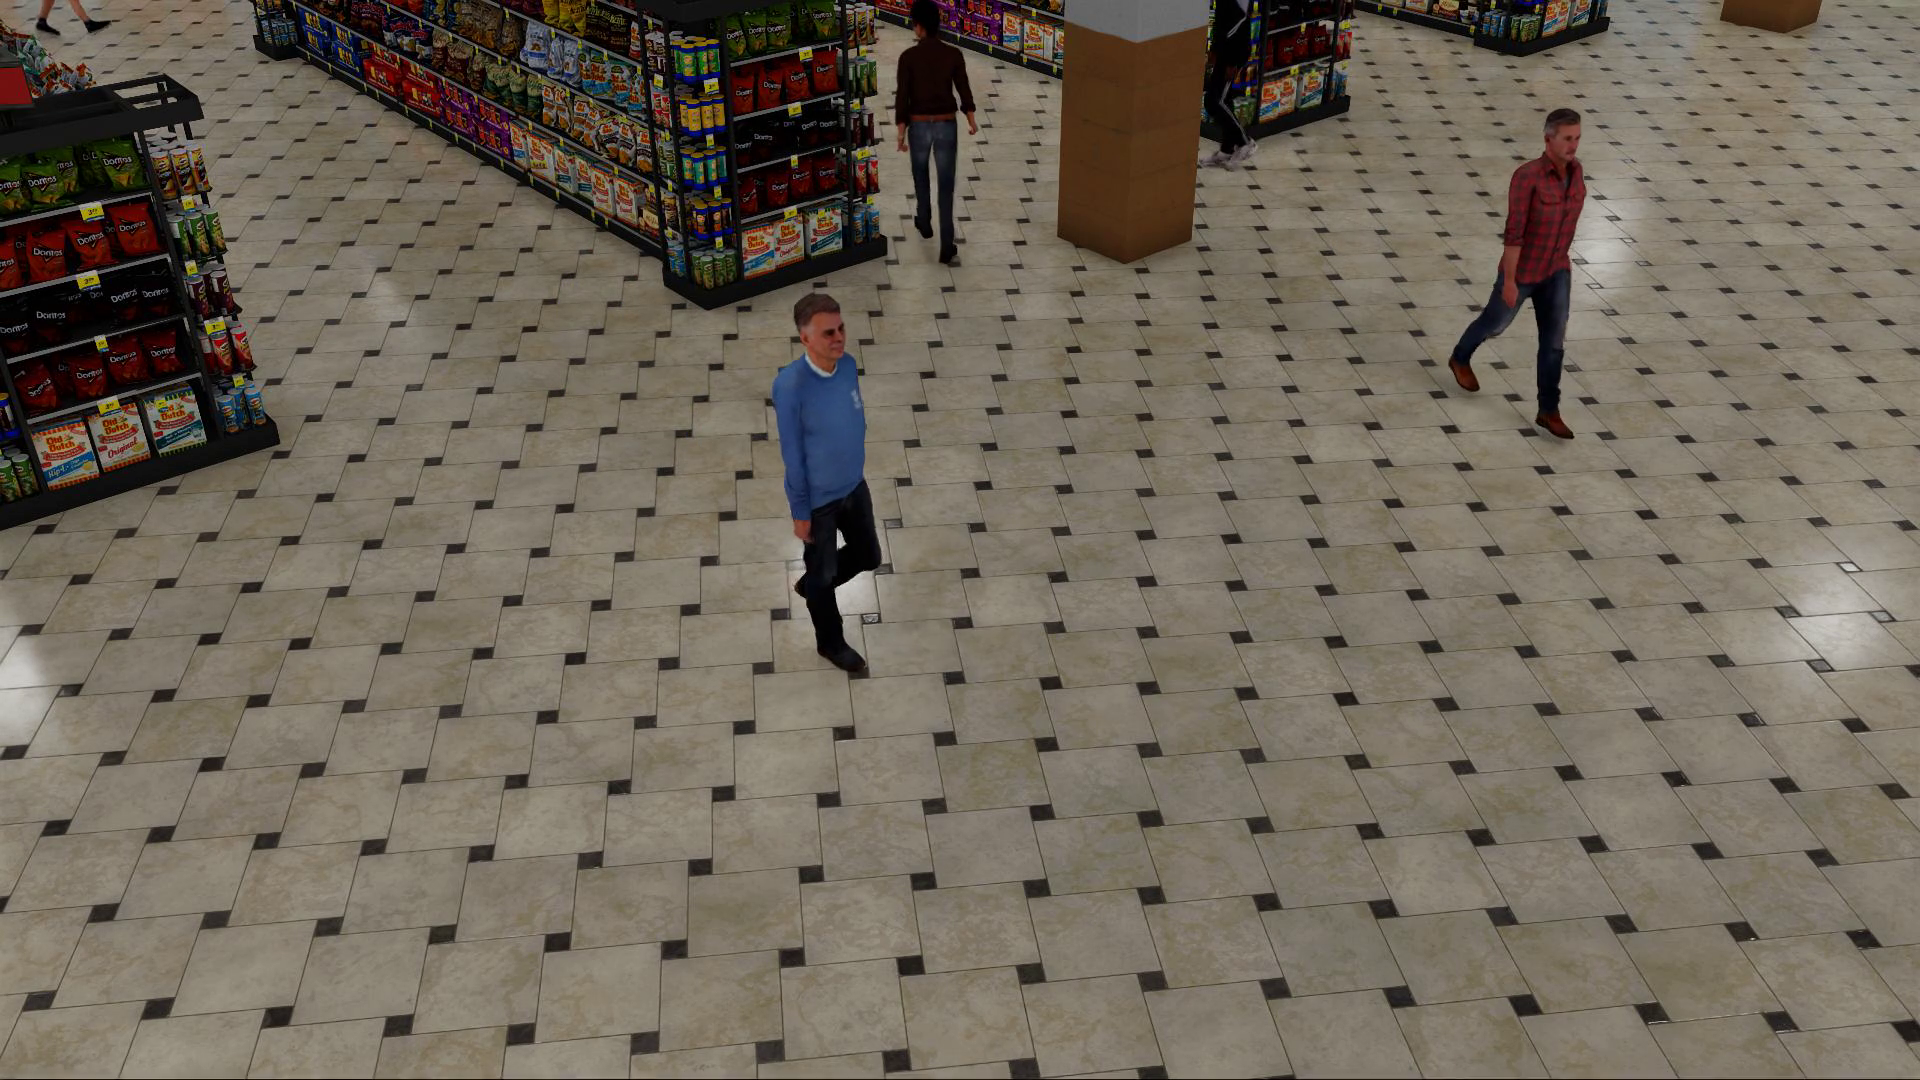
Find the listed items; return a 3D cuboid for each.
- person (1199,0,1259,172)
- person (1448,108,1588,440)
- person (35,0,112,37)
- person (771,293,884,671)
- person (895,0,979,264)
[{"bbox_3d":[2.209,-3.819,13.047,0.904,1.806,0.848,0,32,0],"label":"person"},{"bbox_3d":[3.170,-1.550,9.422,0.962,1.782,1.322,-13,34,-20],"label":"person"},{"bbox_3d":[-9.013,-5.660,16.376,0.910,1.414,0.990,-3,32,-5],"label":"person"},{"bbox_3d":[-0.646,-0.261,7.330,0.774,1.805,0.701,26,40,35],"label":"person"},{"bbox_3d":[-0.184,-2.756,11.390,1.022,1.751,1.101,-1,32,-1],"label":"person"}]
